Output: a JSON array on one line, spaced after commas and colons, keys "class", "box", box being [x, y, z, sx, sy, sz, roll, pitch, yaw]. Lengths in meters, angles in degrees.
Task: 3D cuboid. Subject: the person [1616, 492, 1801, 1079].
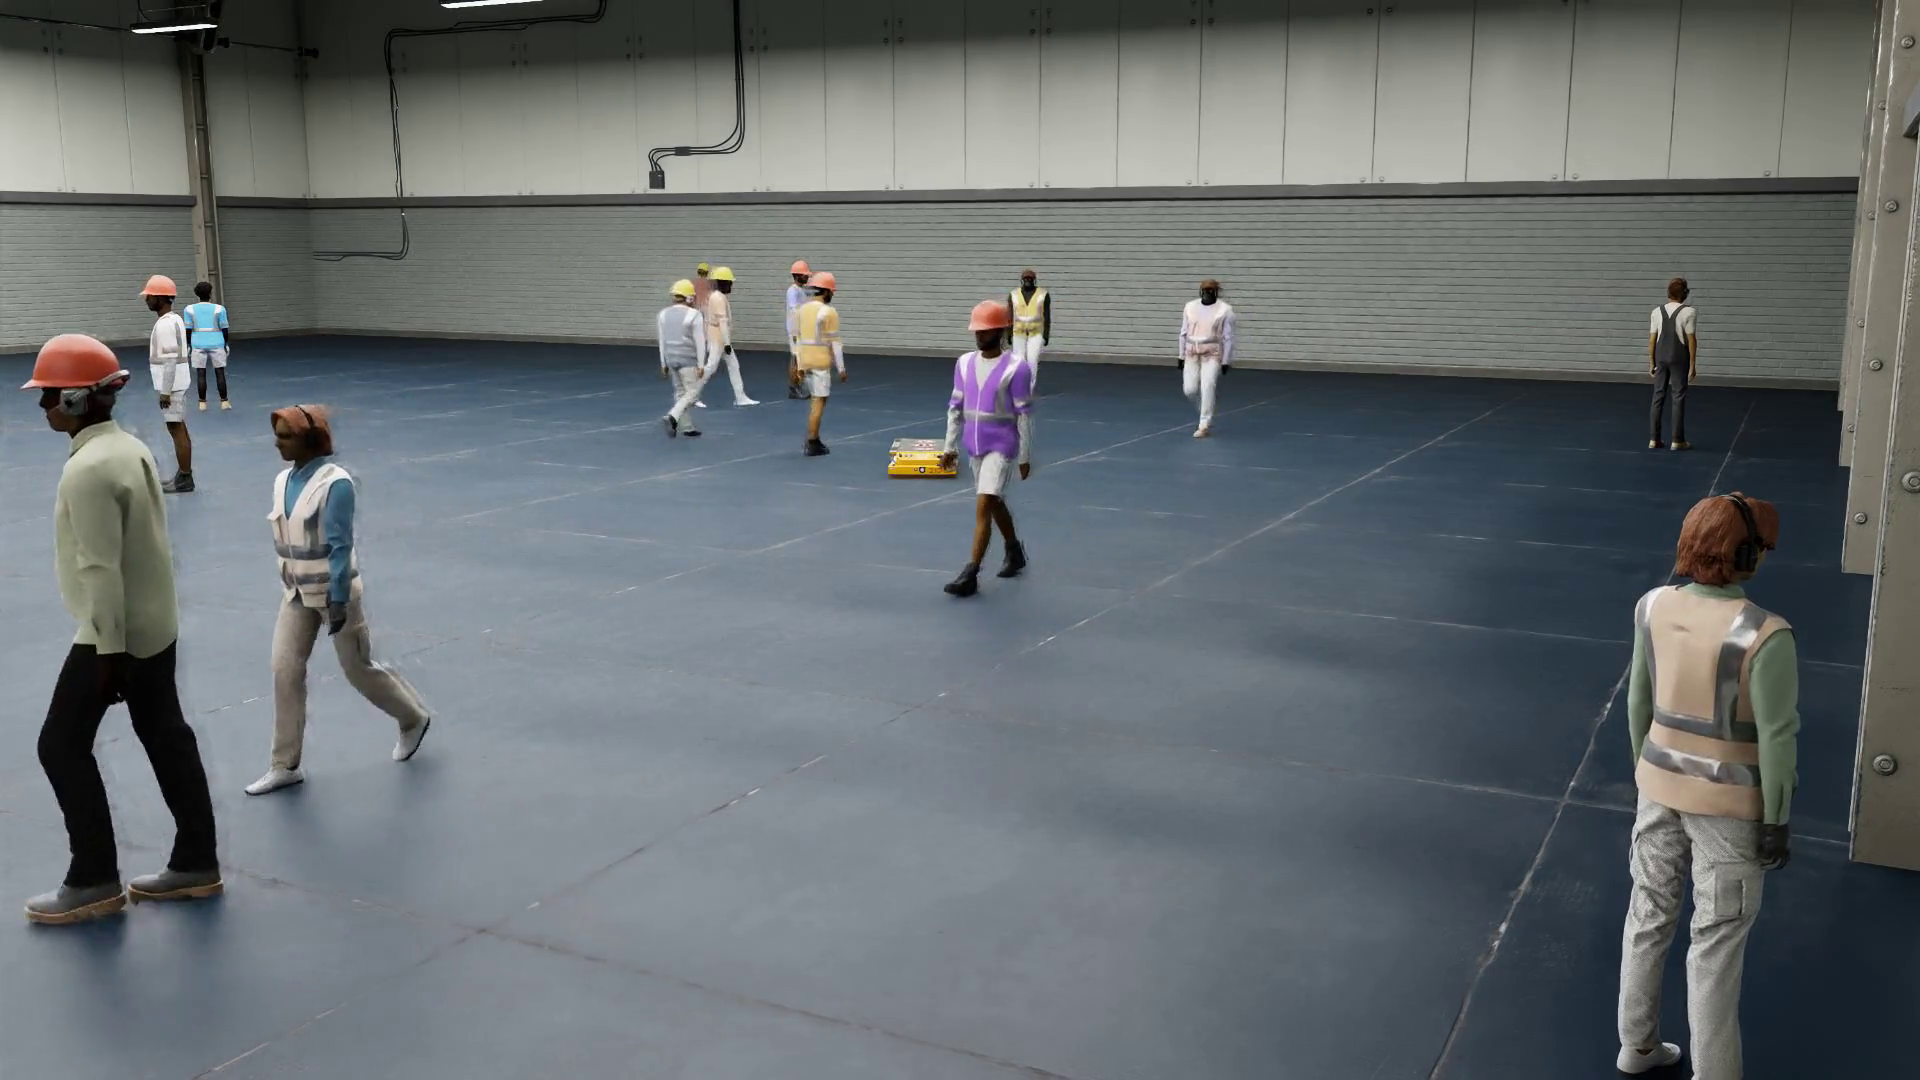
[{"class": "person", "box": [1.958, 0.691, 4.370, 0.308, 1.640, 0.513, -5, 11, -23]}]

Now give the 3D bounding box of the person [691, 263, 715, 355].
[{"class": "person", "box": [-4.904, -4.424, 31.915, 0.524, 1.769, 0.315, 2, 11, 12]}]

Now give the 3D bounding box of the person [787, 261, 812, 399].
[{"class": "person", "box": [-2.246, -2.951, 23.417, 0.371, 1.935, 0.551, 1, 10, 6]}]

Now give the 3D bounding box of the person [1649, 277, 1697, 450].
[{"class": "person", "box": [7.661, -1.889, 17.877, 0.344, 1.847, 0.504, -9, 14, -41]}]

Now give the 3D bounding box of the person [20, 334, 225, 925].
[{"class": "person", "box": [-2.911, 0.300, 5.598, 0.741, 1.964, 0.649, -2, 11, -9]}]

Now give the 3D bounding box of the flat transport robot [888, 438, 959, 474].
[{"class": "flat transport robot", "box": [-0.347, -0.834, 16.424, 0.652, 0.197, 1.431, 0, 10, 1]}]

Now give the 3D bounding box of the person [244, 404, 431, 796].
[{"class": "person", "box": [-2.640, 0.219, 7.014, 0.513, 1.611, 0.782, 7, 12, 33]}]

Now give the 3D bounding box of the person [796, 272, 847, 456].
[{"class": "person", "box": [-1.452, -1.839, 17.423, 0.560, 1.911, 0.552, -10, 14, -42]}]

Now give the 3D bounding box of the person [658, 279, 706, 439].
[{"class": "person", "box": [-3.131, -2.002, 18.603, 0.598, 1.812, 0.679, 6, 12, 28]}]

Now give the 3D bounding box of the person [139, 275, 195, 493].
[{"class": "person", "box": [-7.087, -1.390, 14.896, 0.350, 1.942, 0.545, -4, 11, -19]}]

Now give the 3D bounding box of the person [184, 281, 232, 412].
[{"class": "person", "box": [-9.839, -2.529, 21.764, 0.540, 1.698, 0.317, -4, 11, -19]}]

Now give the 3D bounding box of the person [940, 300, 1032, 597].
[{"class": "person", "box": [0.209, -0.617, 10.856, 0.545, 1.890, 1.037, 8, 13, 37]}]

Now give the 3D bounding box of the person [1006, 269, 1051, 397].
[{"class": "person", "box": [0.986, -2.979, 23.892, 0.633, 1.820, 0.721, 2, 11, 11]}]

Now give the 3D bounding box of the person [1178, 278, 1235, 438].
[{"class": "person", "box": [2.823, -2.085, 19.015, 0.637, 1.820, 0.530, 7, 12, 33]}]

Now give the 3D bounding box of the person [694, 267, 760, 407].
[{"class": "person", "box": [-3.238, -2.710, 22.254, 0.978, 1.886, 0.609, -1, 10, -6]}]
